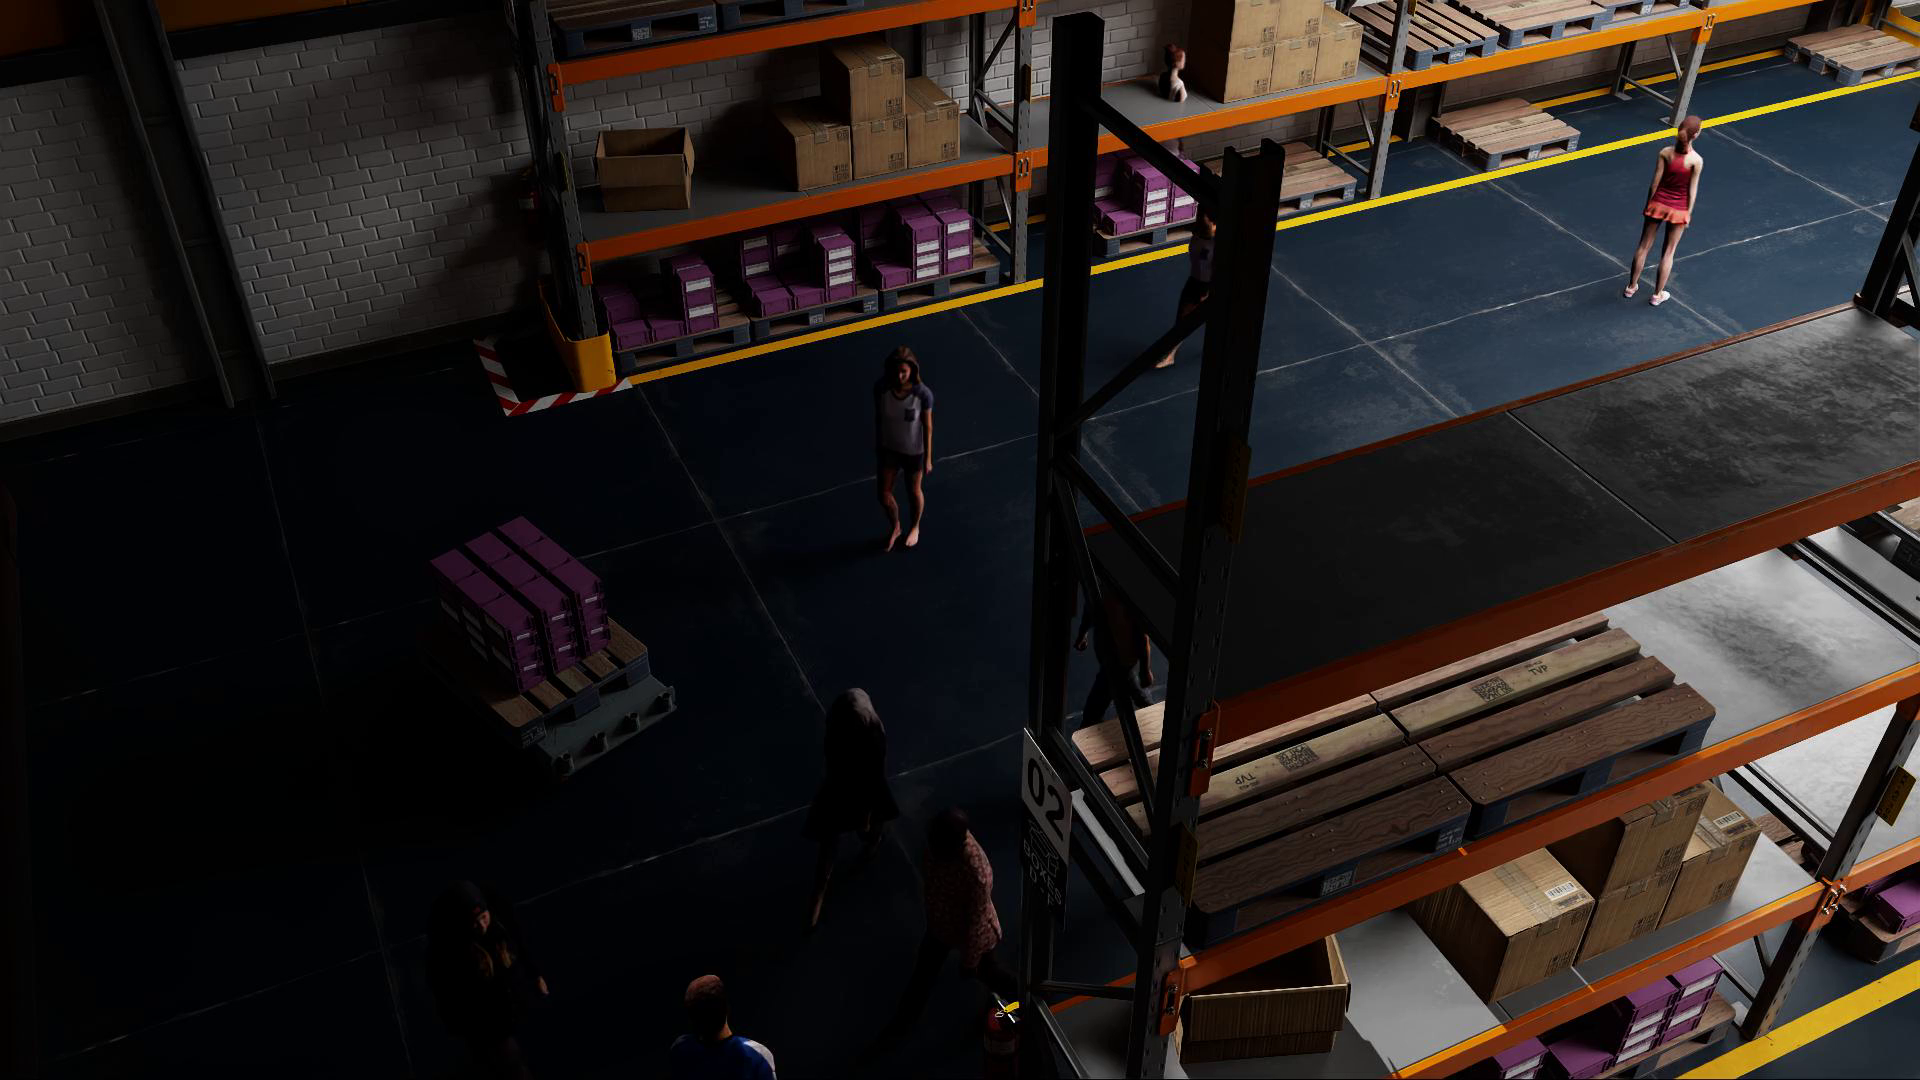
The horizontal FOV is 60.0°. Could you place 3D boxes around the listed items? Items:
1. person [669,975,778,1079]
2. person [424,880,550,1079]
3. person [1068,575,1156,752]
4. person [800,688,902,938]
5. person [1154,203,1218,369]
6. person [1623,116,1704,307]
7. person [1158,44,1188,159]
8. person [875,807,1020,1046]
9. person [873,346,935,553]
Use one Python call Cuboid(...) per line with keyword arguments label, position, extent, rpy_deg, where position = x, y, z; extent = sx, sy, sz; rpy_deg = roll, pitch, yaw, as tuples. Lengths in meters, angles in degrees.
Cuboid(label="person", position=(-1.033, 2.764, 7.524), extent=(0.942, 1.824, 0.995), rpy_deg=(5, 39, 6))
Cuboid(label="person", position=(-2.403, 2.251, 8.328), extent=(1.043, 1.624, 1.103), rpy_deg=(25, 45, 28))
Cuboid(label="person", position=(1.024, 0.659, 10.144), extent=(1.195, 1.845, 0.694), rpy_deg=(-17, 42, -20))
Cuboid(label="person", position=(-0.529, 1.394, 9.342), extent=(1.000, 1.697, 1.198), rpy_deg=(26, 45, 29))
Cuboid(label="person", position=(2.122, -2.152, 13.925), extent=(1.065, 1.519, 0.713), rpy_deg=(-26, 45, -29))
Cuboid(label="person", position=(6.254, -2.922, 14.701), extent=(0.658, 1.754, 0.683), rpy_deg=(26, 46, 29))
Cuboid(label="person", position=(1.960, -3.853, 15.837), extent=(0.493, 1.791, 0.551), rpy_deg=(-17, 42, -20))
Cuboid(label="person", position=(0.076, 1.938, 8.609), extent=(1.136, 1.760, 0.855), rpy_deg=(-21, 43, -24))
Cuboid(label="person", position=(-0.379, -0.699, 11.947), extent=(0.738, 1.717, 0.804), rpy_deg=(11, 40, 13))
